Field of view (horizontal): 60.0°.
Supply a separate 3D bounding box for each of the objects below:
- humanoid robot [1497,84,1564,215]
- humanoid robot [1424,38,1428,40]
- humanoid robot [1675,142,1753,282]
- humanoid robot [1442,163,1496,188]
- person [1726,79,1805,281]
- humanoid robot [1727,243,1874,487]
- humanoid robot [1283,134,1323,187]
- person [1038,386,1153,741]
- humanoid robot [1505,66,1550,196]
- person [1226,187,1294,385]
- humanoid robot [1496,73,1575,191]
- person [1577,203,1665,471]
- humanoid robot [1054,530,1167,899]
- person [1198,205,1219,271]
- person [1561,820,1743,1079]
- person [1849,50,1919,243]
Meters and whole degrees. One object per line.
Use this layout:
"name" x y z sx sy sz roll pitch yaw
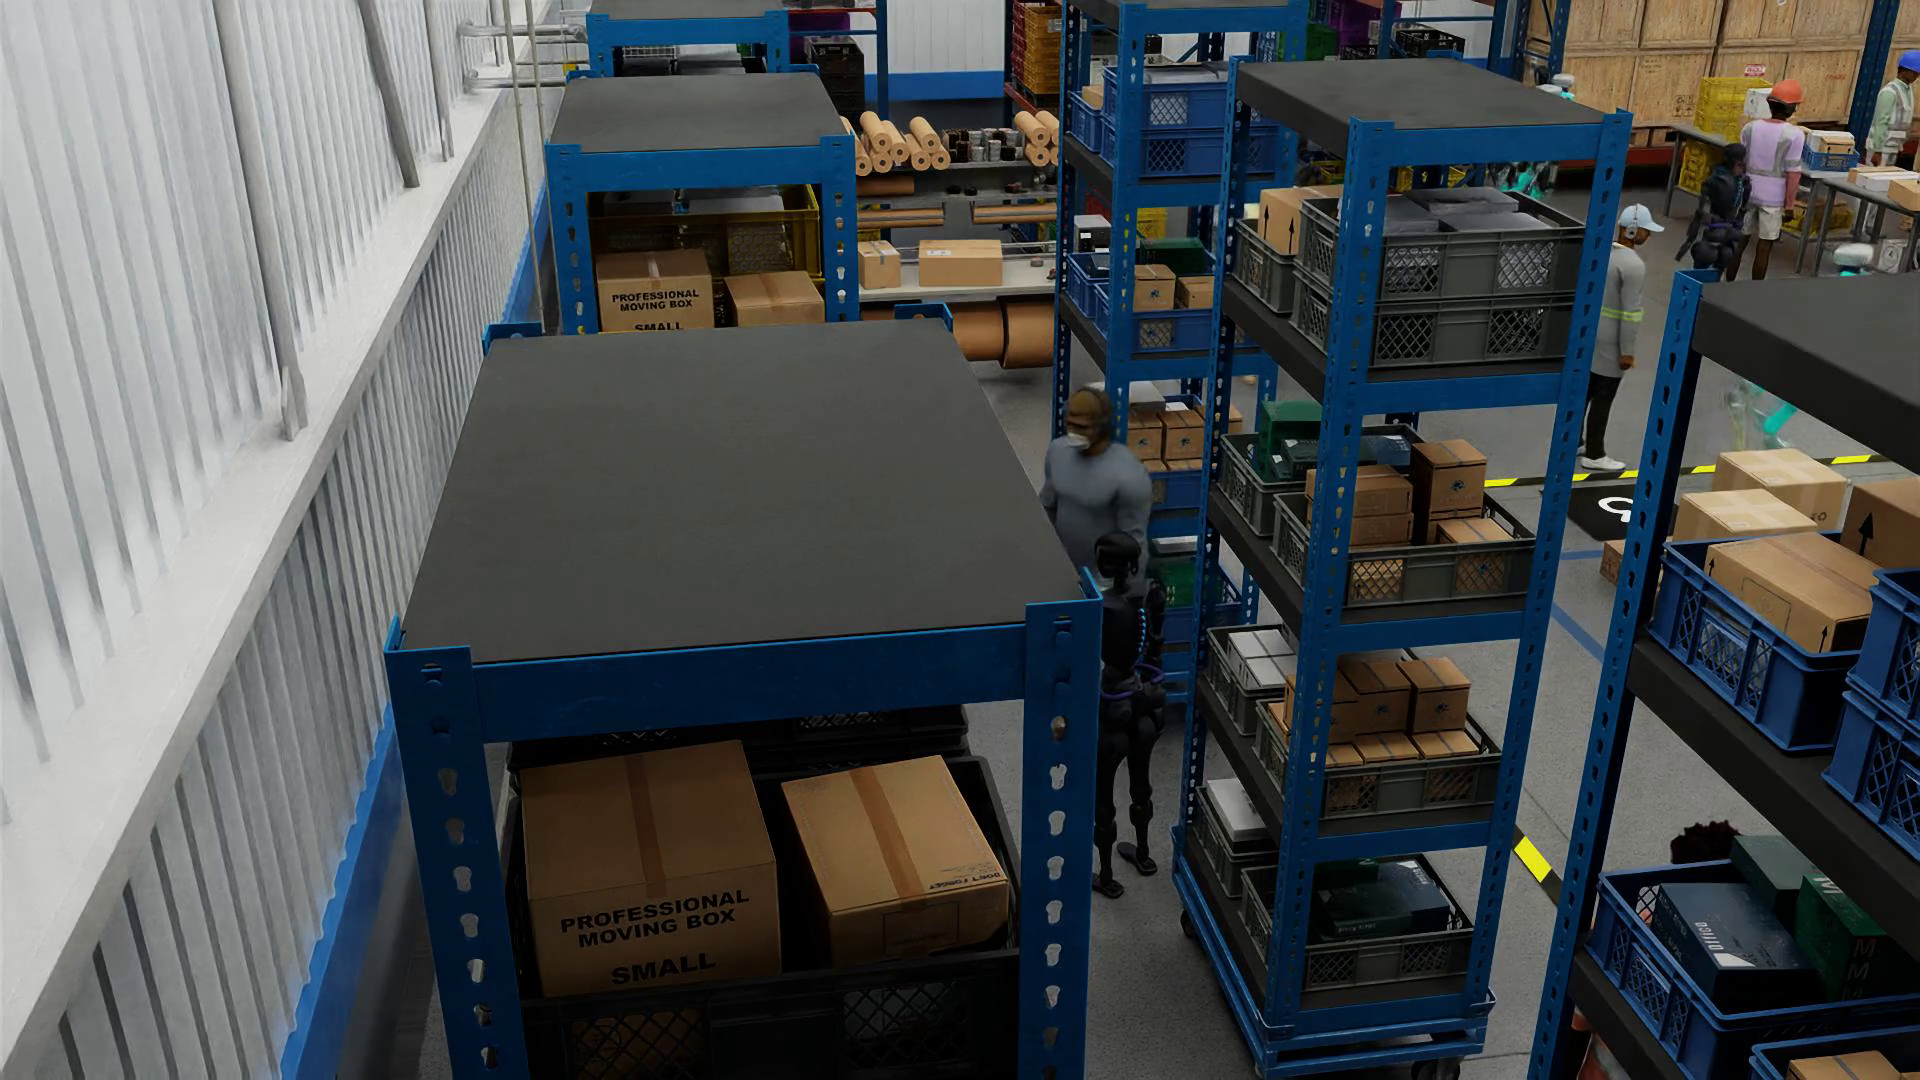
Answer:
"humanoid robot" 5.432 -3.459 16.053 0.673 1.783 0.543 -19 31 -36
"humanoid robot" 5.347 -4.761 18.831 0.722 1.743 0.543 19 31 35
"humanoid robot" 6.447 -2.526 14.115 0.594 1.647 0.527 -10 26 -20
"humanoid robot" 5.124 -3.774 16.799 0.599 1.657 0.315 3 25 6
"person" 7.174 -3.057 14.823 0.374 2.045 0.604 -14 28 -28
"humanoid robot" 5.495 -1.132 10.995 1.029 1.729 0.535 16 29 30
"humanoid robot" 2.944 -2.794 14.755 0.600 1.633 0.801 17 30 33
"person" 0.595 0.185 7.913 0.421 1.935 0.647 -18 30 -34
"humanoid robot" 6.170 -4.223 17.802 0.608 1.645 0.572 -4 25 -8
"person" 2.354 -2.104 13.003 0.654 1.829 0.467 1 25 2
"humanoid robot" 5.719 -3.848 16.830 0.751 1.716 0.530 6 25 12
"person" 4.491 -1.397 11.446 0.405 1.848 0.588 -4 25 -9
"humanoid robot" 0.655 0.727 7.019 0.599 1.655 0.315 -19 31 -36
"person" 2.297 -2.876 14.709 0.584 1.810 0.430 3 25 6
"person" 1.967 1.640 4.703 0.605 1.965 0.368 8 26 17
"person" 9.520 -4.032 17.070 0.604 1.935 0.412 -21 32 -38
